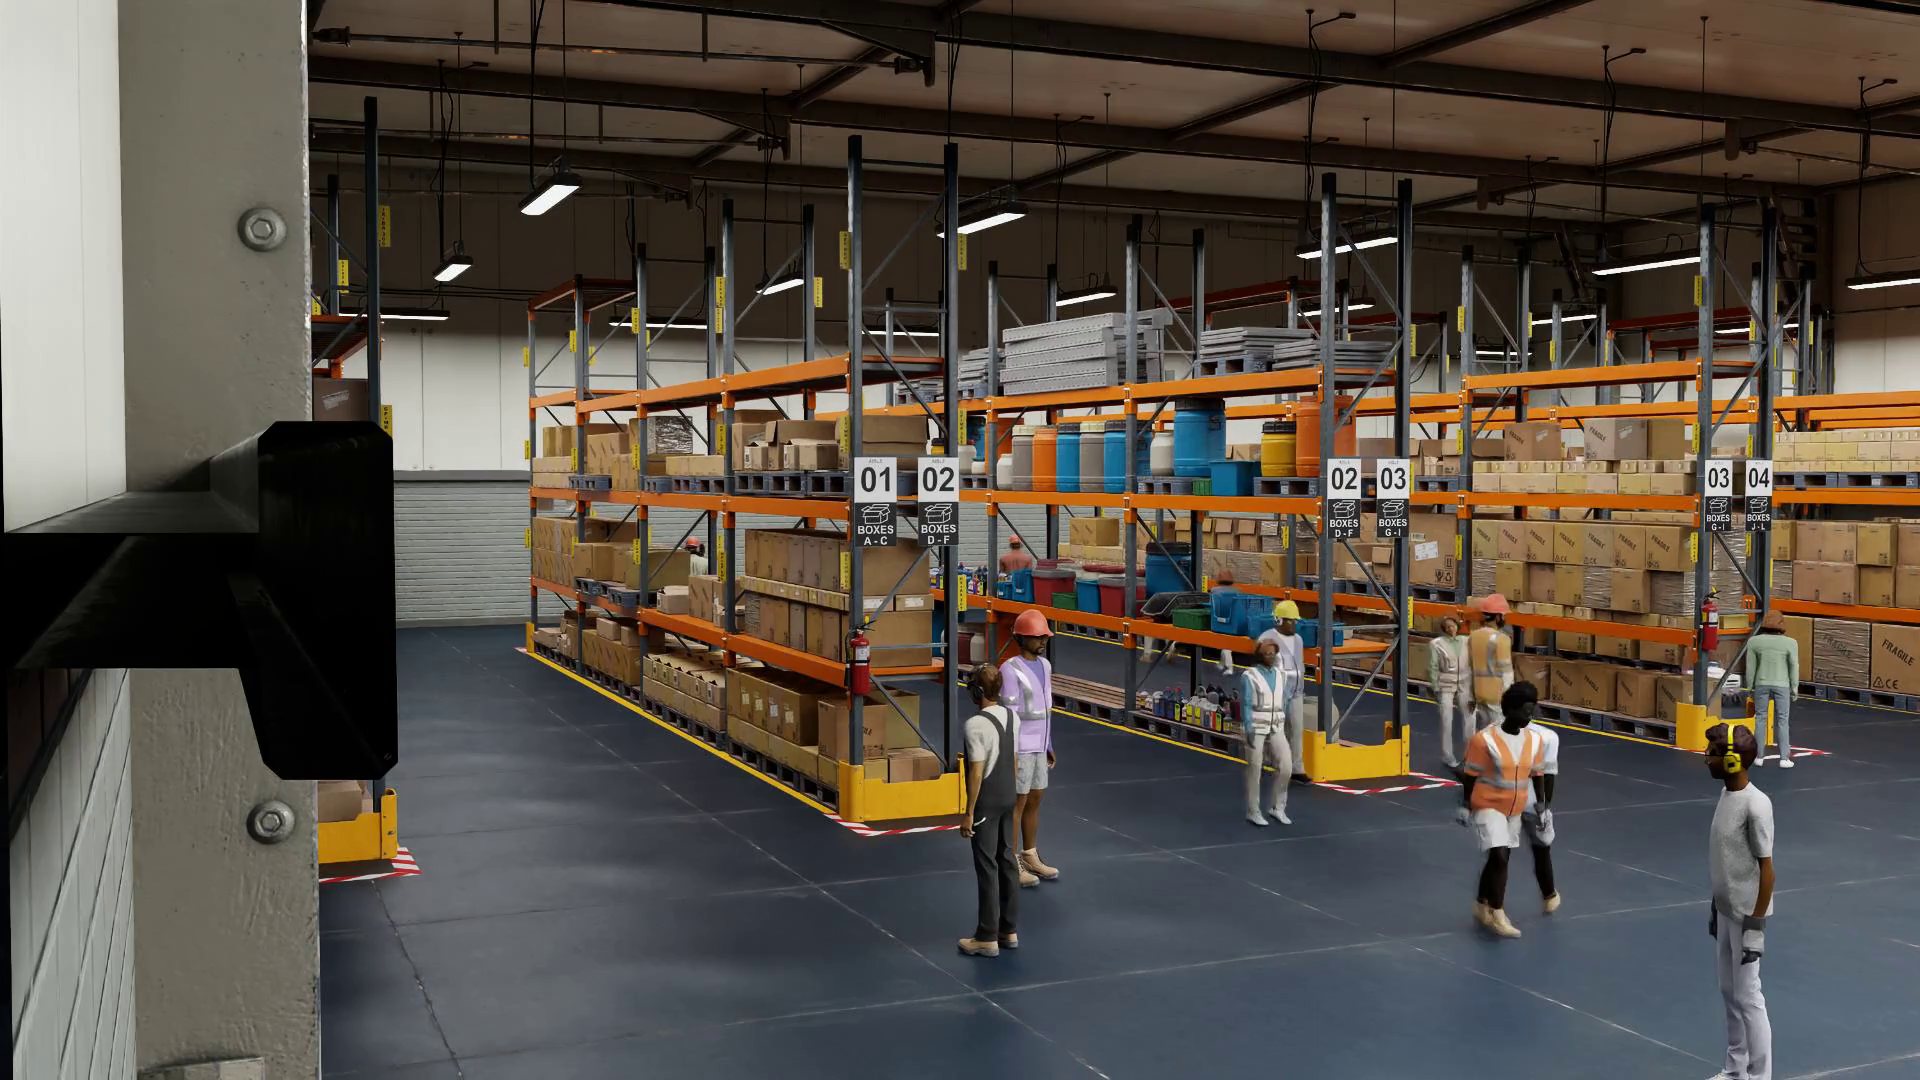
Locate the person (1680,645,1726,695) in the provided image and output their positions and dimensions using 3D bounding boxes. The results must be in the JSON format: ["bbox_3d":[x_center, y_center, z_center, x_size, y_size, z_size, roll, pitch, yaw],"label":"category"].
[{"bbox_3d":[10.137,1.209,24.447,0.981,1.856,0.648,0,2,11],"label":"person"}]

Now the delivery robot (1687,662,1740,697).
[{"bbox_3d":[9.955,1.853,23.660,0.477,0.478,0.707,-1,2,-18],"label":"delivery robot"}]

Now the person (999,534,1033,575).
[{"bbox_3d":[0.992,0.865,31.815,0.615,1.968,0.603,0,2,5],"label":"person"}]

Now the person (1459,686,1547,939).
[{"bbox_3d":[3.595,1.780,11.826,0.550,1.654,0.728,-1,2,-21],"label":"person"}]

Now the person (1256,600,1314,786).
[{"bbox_3d":[3.161,1.489,17.606,0.606,1.809,0.671,-1,3,-32],"label":"person"}]

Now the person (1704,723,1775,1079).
[{"bbox_3d":[3.730,1.811,8.611,0.314,1.861,0.533,0,2,4],"label":"person"}]

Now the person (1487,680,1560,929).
[{"bbox_3d":[3.802,1.777,12.167,0.528,1.639,0.841,1,3,31],"label":"person"}]

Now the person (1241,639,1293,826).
[{"bbox_3d":[2.652,1.668,15.452,0.520,1.623,0.507,-1,2,-25],"label":"person"}]

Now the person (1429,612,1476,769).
[{"bbox_3d":[5.079,1.555,18.333,0.528,1.614,0.611,0,2,-9],"label":"person"}]

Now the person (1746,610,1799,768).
[{"bbox_3d":[8.443,1.540,18.619,0.507,1.631,0.271,1,3,33],"label":"person"}]

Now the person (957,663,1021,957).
[{"bbox_3d":[0.185,1.709,11.461,0.348,1.847,0.505,2,3,38],"label":"person"}]

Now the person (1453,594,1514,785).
[{"bbox_3d":[4.988,1.464,16.872,0.474,1.922,0.552,-1,2,-15],"label":"person"}]

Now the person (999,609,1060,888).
[{"bbox_3d":[0.532,1.538,13.392,0.373,2.043,0.615,1,3,33],"label":"person"}]

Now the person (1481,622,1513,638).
[{"bbox_3d":[7.950,1.124,26.162,0.621,1.889,0.529,0,2,-11],"label":"person"}]

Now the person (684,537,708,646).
[{"bbox_3d":[-4.402,0.944,29.588,0.612,1.990,0.392,-1,2,-18],"label":"person"}]

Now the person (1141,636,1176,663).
[{"bbox_3d":[3.156,1.066,28.614,0.633,1.822,0.775,-1,2,-21],"label":"person"}]

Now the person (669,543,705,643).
[{"bbox_3d":[-4.535,0.984,29.967,0.672,1.887,0.616,2,3,40],"label":"person"}]

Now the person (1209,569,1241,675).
[{"bbox_3d":[3.992,1.237,27.130,0.506,1.585,0.868,-1,2,-18],"label":"person"}]
